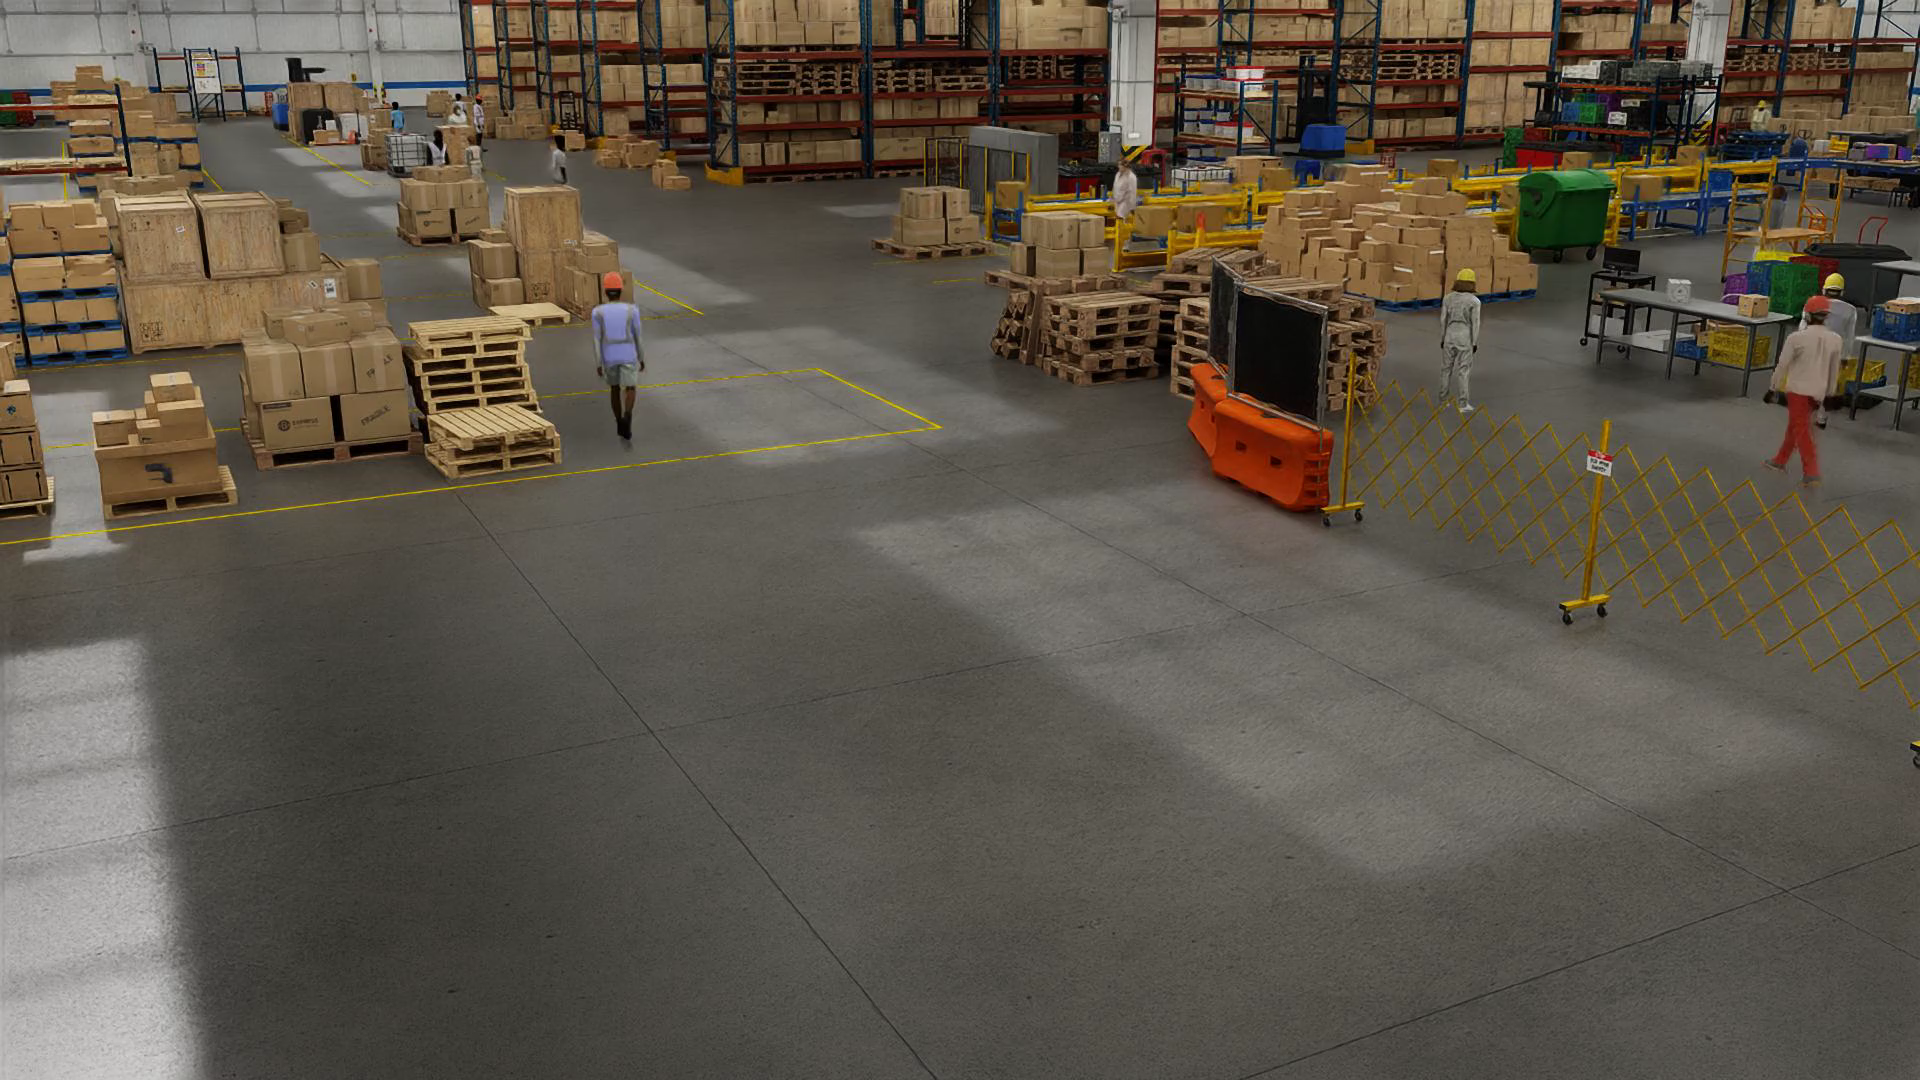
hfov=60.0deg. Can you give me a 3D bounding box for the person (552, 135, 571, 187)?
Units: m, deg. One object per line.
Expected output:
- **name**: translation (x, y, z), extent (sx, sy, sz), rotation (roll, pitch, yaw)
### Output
- **person**: translation (-9.191, -8.373, 38.428), extent (0.419, 1.952, 0.643), rotation (-10, 20, -28)

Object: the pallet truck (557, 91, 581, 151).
- **pallet truck**: translation (-13.495, -14.412, 57.188), extent (0.823, 1.965, 1.885), rotation (-3, 18, -9)

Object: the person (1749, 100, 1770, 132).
- **person**: translation (26.746, -13.796, 55.617), extent (0.611, 1.789, 0.786), rotation (17, 24, 42)

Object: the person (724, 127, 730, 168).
- **person**: translation (-6.936, -12.395, 50.950), extent (0.672, 1.974, 0.621), rotation (-8, 19, -23)

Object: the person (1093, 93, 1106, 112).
- **person**: translation (5.615, -17.164, 66.382), extent (0.526, 1.602, 0.688), rotation (-9, 20, -26)

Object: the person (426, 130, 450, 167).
- **person**: translation (-12.966, -9.212, 41.192), extent (0.985, 1.874, 0.604), rotation (10, 20, 28)

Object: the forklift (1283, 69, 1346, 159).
- **forklift**: translation (11.615, -13.871, 54.079), extent (1.129, 2.768, 1.873), rotation (-9, 20, -27)

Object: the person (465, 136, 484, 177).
- **person**: translation (-12.365, -9.521, 42.559), extent (0.615, 1.619, 0.523), rotation (12, 21, 33)

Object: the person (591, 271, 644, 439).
- **person**: translation (-3.875, -2.073, 18.847), extent (0.556, 1.922, 0.723), rotation (-2, 18, -6)

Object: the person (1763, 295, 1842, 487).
- **person**: translation (8.732, -1.546, 17.164), extent (0.614, 1.948, 1.018), rotation (-4, 18, -11)

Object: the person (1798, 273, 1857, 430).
- **person**: translation (10.039, -2.183, 19.350), extent (0.599, 1.828, 0.403), rotation (5, 19, 16)

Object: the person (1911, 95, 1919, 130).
- **person**: translation (38.303, -17.178, 66.262), extent (0.910, 1.724, 0.534), rotation (-9, 20, -25)

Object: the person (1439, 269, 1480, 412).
- **person**: translation (6.087, -2.430, 20.259), extent (0.486, 1.735, 0.322), rotation (14, 23, 38)

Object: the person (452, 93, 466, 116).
- **person**: translation (-18.631, -15.774, 61.939), extent (0.544, 1.680, 0.388), rotation (-12, 21, -33)

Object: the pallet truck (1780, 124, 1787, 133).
- **pallet truck**: translation (25.206, -12.542, 52.601), extent (1.601, 1.201, 0.680), rotation (0, 18, -2)

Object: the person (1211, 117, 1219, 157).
- **person**: translation (7.309, -11.313, 47.985), extent (0.348, 1.709, 0.617), rotation (-1, 18, -2)

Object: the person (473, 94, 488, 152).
- **person**: translation (-16.311, -14.173, 56.556), extent (0.374, 1.928, 0.542), rotation (-1, 18, -4)

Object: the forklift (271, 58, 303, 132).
- **forklift**: translation (-26.312, -17.697, 66.005), extent (1.873, 2.768, 1.129), rotation (-13, 22, -34)

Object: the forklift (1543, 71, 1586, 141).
- **forklift**: translation (18.685, -13.231, 52.085), extent (1.873, 2.768, 1.129), rotation (-9, 20, -26)

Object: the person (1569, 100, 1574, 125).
- **person**: translation (19.659, -13.292, 53.897), extent (0.814, 1.874, 0.647), rotation (-3, 18, -10)

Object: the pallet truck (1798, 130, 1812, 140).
- **pallet truck**: translation (25.526, -11.556, 49.408), extent (1.630, 1.274, 0.653), rotation (-9, 20, -26)

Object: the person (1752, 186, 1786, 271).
- **person**: translation (15.120, -5.811, 31.043), extent (0.834, 1.576, 0.524), rotation (-11, 21, -31)

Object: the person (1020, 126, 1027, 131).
- **person**: translation (1.695, -10.472, 45.445), extent (0.552, 1.648, 0.843), rotation (13, 22, 34)

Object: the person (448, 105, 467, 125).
- **person**: translation (-15.360, -12.354, 50.916), extent (0.869, 1.911, 0.636), rotation (13, 22, 35)

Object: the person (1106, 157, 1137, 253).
- **person**: translation (3.215, -6.722, 33.392), extent (0.590, 1.884, 0.647), rotation (-7, 19, -20)

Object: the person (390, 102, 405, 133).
- **person**: translation (-19.022, -13.972, 56.303), extent (0.321, 1.695, 0.529), rotation (12, 21, 33)
